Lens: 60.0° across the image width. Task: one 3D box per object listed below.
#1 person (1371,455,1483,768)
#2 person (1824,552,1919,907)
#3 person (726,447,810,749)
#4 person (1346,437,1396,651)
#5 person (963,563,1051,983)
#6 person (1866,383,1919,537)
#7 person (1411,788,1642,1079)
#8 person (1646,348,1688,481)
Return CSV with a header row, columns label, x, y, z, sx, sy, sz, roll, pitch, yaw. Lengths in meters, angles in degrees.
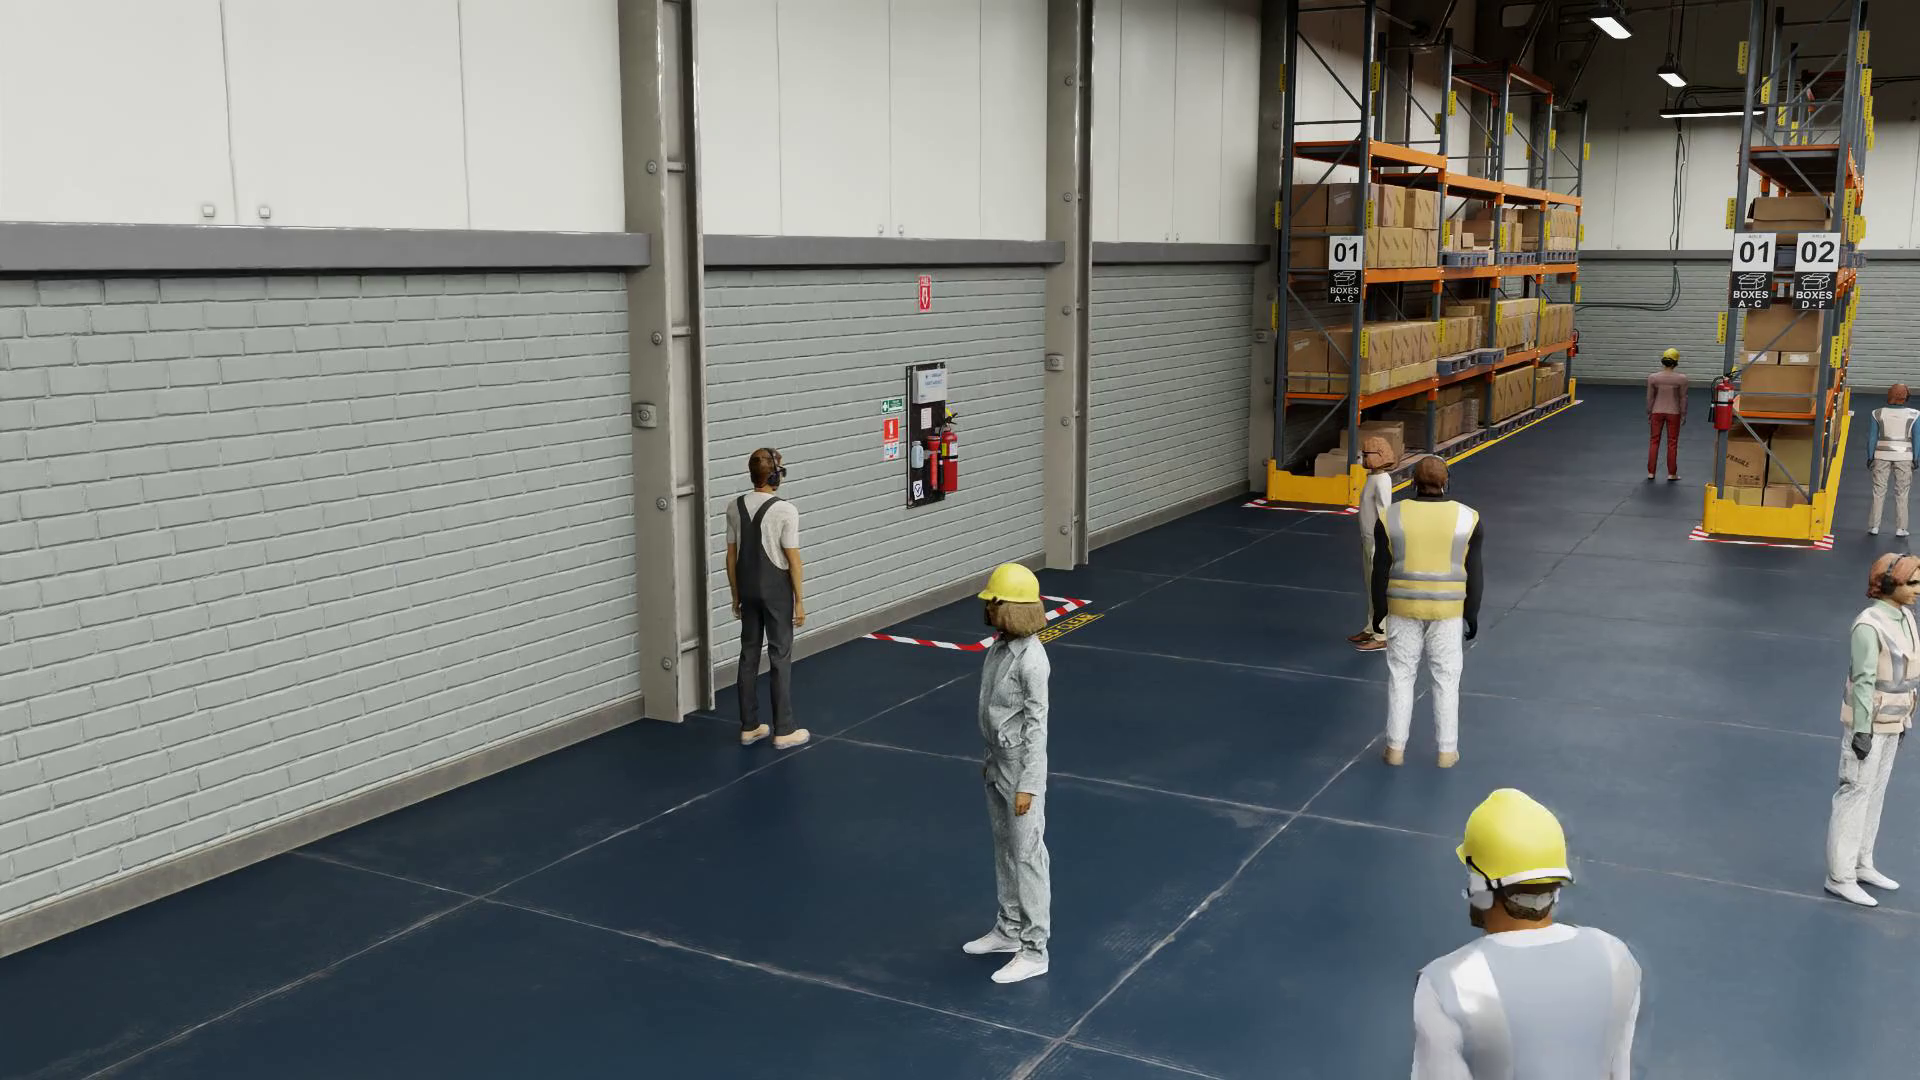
label,x,y,z,sx,sy,sz,roll,pitch,yaw
person,2.734,0.418,9.773,0.633,1.841,0.429,2,10,13
person,4.269,0.867,7.746,0.523,1.636,0.310,-9,13,-43
person,-1.176,0.353,10.142,0.519,1.844,0.331,5,11,26
person,3.144,0.027,12.668,0.280,1.634,0.498,1,10,4
person,0.209,0.954,6.918,0.287,1.746,0.487,-3,10,-20
person,9.977,-0.850,17.786,0.514,1.642,0.310,6,12,33
person,1.290,1.466,3.781,0.603,1.803,0.867,-3,10,-18
person,9.457,-1.676,22.258,0.527,1.768,0.313,7,12,37
